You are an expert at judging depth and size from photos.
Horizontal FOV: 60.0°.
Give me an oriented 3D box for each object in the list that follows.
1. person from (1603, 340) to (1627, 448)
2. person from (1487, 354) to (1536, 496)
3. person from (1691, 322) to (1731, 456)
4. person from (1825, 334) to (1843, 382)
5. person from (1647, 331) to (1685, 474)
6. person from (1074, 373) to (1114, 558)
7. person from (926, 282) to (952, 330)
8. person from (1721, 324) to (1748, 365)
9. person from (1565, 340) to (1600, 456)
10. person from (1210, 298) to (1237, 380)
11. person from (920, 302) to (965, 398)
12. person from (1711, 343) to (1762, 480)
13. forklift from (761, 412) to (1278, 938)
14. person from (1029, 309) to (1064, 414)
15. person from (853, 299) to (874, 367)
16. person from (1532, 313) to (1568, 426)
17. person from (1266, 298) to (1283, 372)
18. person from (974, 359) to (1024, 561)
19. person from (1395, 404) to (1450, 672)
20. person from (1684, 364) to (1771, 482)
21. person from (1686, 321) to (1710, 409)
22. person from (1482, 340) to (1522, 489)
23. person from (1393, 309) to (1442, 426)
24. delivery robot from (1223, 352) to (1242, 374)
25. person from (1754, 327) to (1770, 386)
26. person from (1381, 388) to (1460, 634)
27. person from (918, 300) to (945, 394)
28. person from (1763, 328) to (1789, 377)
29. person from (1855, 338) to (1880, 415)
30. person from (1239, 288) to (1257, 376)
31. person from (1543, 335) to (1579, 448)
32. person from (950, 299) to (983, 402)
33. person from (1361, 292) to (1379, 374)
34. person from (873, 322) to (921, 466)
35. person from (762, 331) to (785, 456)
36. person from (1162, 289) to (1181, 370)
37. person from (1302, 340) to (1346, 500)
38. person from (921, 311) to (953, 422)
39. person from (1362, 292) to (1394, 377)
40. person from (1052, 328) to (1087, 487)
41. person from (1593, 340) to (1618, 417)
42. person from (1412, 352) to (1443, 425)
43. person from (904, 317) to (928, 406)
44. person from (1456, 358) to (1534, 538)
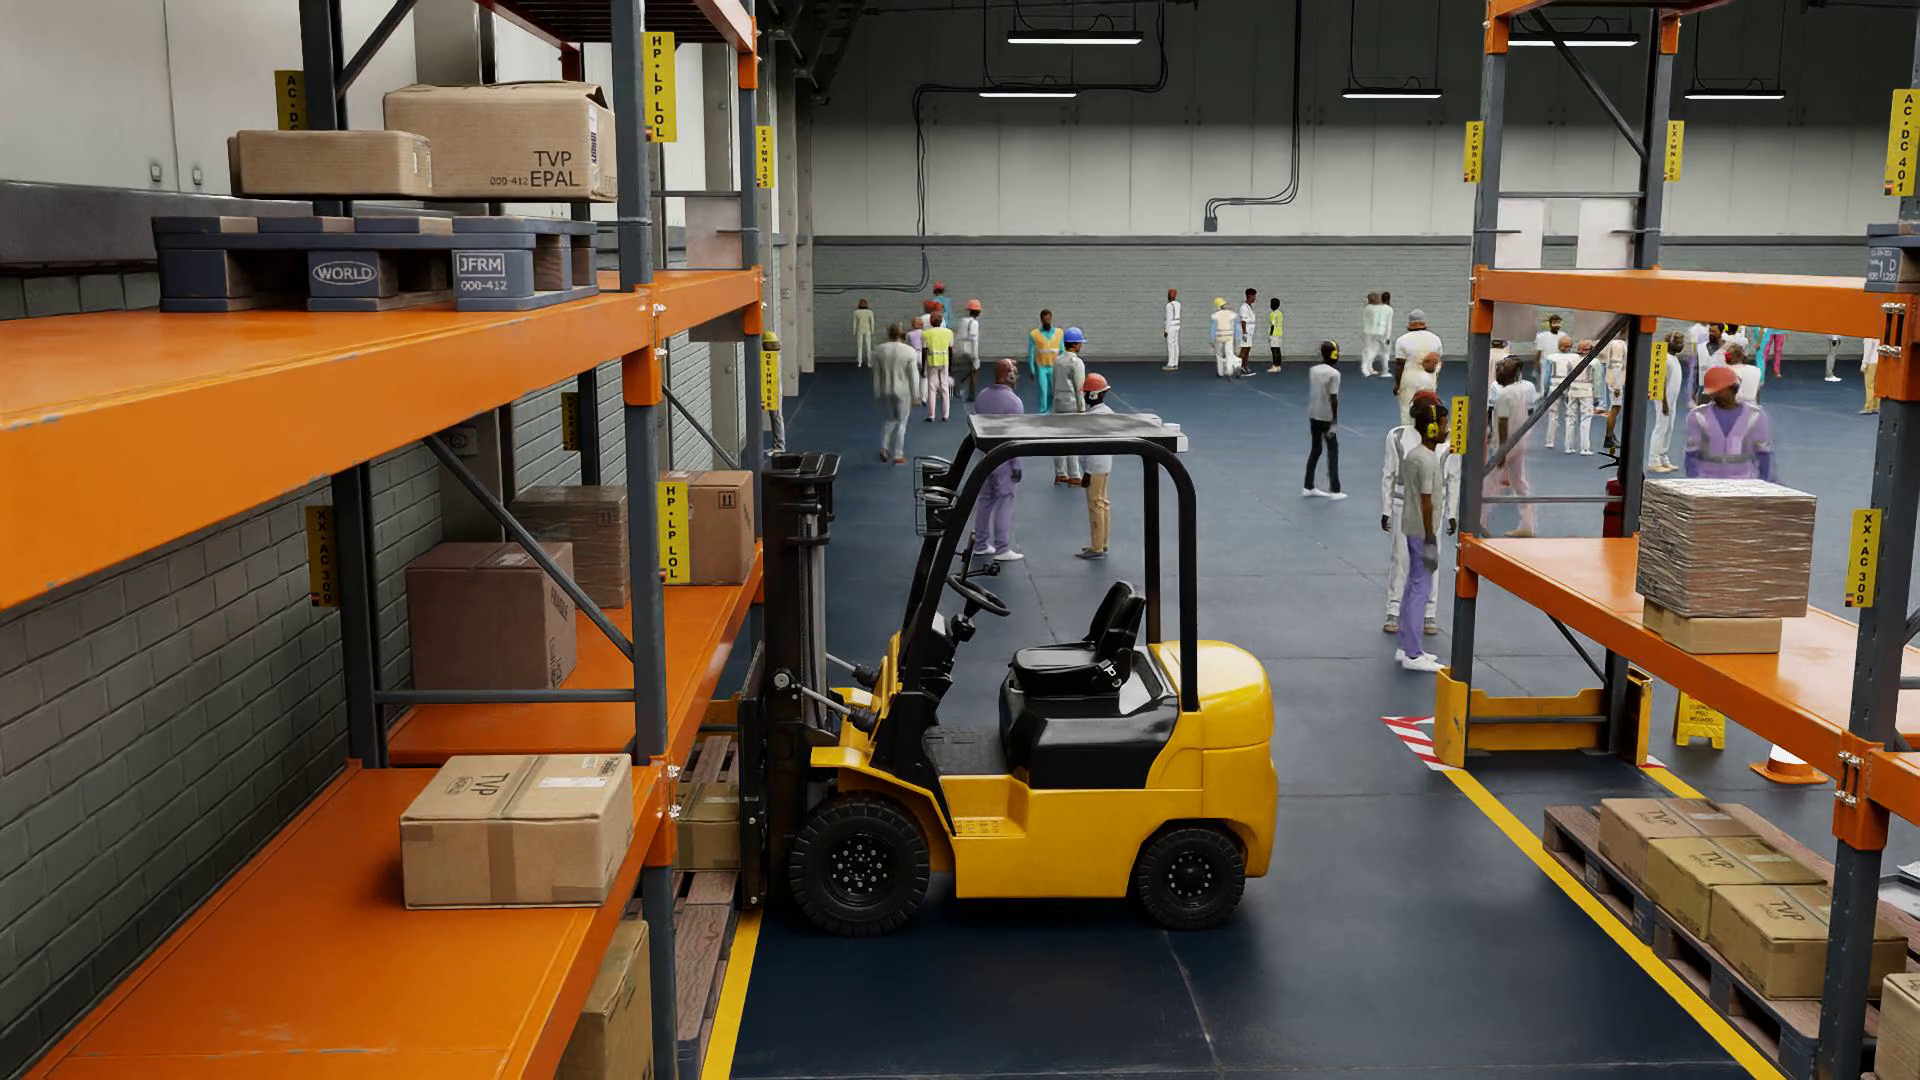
[{"bbox_3d":[9.575,-2.287,24.137,0.391,1.923,0.548,4,11,22],"label":"person"},{"bbox_3d":[6.357,-1.295,19.232,0.539,1.695,0.319,6,12,29],"label":"person"},{"bbox_3d":[10.447,-2.096,23.079,0.388,1.919,0.594,-8,13,-36],"label":"person"},{"bbox_3d":[18.823,-4.374,35.733,0.361,1.930,0.587,7,12,32],"label":"person"},{"bbox_3d":[9.177,-1.785,21.573,0.329,1.839,0.504,9,13,40],"label":"person"},{"bbox_3d":[1.272,-0.702,15.772,0.324,1.752,0.562,3,11,18],"label":"person"},{"bbox_3d":[-0.578,-5.154,39.855,0.612,2.001,0.951,-7,13,-36],"label":"person"},{"bbox_3d":[11.620,-2.440,25.149,0.509,1.865,0.328,0,10,-2],"label":"person"},{"bbox_3d":[8.725,-2.000,23.348,0.312,1.634,0.514,-8,13,-39],"label":"person"},{"bbox_3d":[5.716,-4.353,36.033,0.605,1.783,0.776,0,10,0],"label":"person"},{"bbox_3d":[-0.364,-3.632,31.866,0.945,1.831,0.586,-5,11,-26],"label":"person"},{"bbox_3d":[9.095,-1.373,19.352,0.795,1.815,0.536,-1,10,-3],"label":"person"},{"bbox_3d":[0.291,0.548,7.580,2.313,2.155,1.214,0,10,-2],"label":"forklift"},{"bbox_3d":[1.415,-2.817,27.145,0.613,1.899,0.463,-2,10,-11],"label":"person"},{"bbox_3d":[-2.309,-4.943,39.729,0.508,1.632,0.264,-1,10,-7],"label":"person"},{"bbox_3d":[9.654,-2.797,27.220,0.569,1.841,0.683,0,10,-2],"label":"person"},{"bbox_3d":[7.228,-4.682,38.183,0.319,1.666,0.539,7,12,33],"label":"person"},{"bbox_3d":[0.398,-0.756,15.697,0.396,1.897,0.644,-7,13,-36],"label":"person"},{"bbox_3d":[3.255,-0.016,11.668,0.316,1.865,0.584,1,10,4],"label":"person"},{"bbox_3d":[6.271,-0.437,13.640,0.840,2.002,0.436,5,11,25],"label":"person"},{"bbox_3d":[13.209,-3.185,29.476,0.523,1.791,0.960,-2,10,-10],"label":"person"},{"bbox_3d":[6.503,-1.621,20.219,0.622,1.992,0.396,5,11,26],"label":"person"},{"bbox_3d":[6.479,-2.276,23.739,0.676,2.000,0.536,-2,10,-9],"label":"person"},{"bbox_3d":[5.972,-3.889,36.603,0.477,0.478,0.707,4,11,21],"label":"delivery robot"},{"bbox_3d":[16.615,-4.107,34.528,0.354,1.835,0.517,6,12,28],"label":"person"},{"bbox_3d":[3.510,-0.218,12.717,0.573,1.883,0.353,3,11,15],"label":"person"},{"bbox_3d":[-0.533,-3.795,32.733,0.630,1.854,0.429,2,10,11],"label":"person"},{"bbox_3d":[18.082,-4.615,36.898,0.621,1.992,0.397,2,10,13],"label":"person"},{"bbox_3d":[15.800,-3.052,28.847,0.524,1.763,0.336,-6,12,-30],"label":"person"},{"bbox_3d":[6.431,-4.650,37.201,0.377,1.958,0.602,5,11,24],"label":"person"},{"bbox_3d":[8.713,-2.133,24.062,0.523,1.639,0.308,3,11,15],"label":"person"},{"bbox_3d":[0.171,-3.520,31.004,0.542,1.918,0.561,-4,11,-24],"label":"person"},{"bbox_3d":[9.286,-4.666,37.600,0.339,1.845,0.514,-1,10,-7],"label":"person"},{"bbox_3d":[-0.832,-1.947,22.220,0.641,1.922,0.430,5,11,27],"label":"person"},{"bbox_3d":[-2.638,-2.052,23.321,0.322,1.743,0.489,-2,10,-13],"label":"person"},{"bbox_3d":[4.961,-4.932,38.977,0.356,1.883,0.574,6,12,32],"label":"person"},{"bbox_3d":[4.266,-1.395,19.371,0.400,1.850,0.517,-7,12,-32],"label":"person"},{"bbox_3d":[-0.381,-2.872,27.606,0.566,1.845,0.389,-4,11,-20],"label":"person"},{"bbox_3d":[9.264,-4.532,36.736,0.787,1.891,0.601,-7,12,-32],"label":"person"},{"bbox_3d":[1.352,-1.616,20.323,0.388,1.947,0.610,-6,12,-30],"label":"person"},{"bbox_3d":[11.037,-3.090,28.458,0.434,1.982,0.619,-2,10,-13],"label":"person"},{"bbox_3d":[5.981,-1.623,21.337,0.730,1.588,0.512,6,12,29],"label":"person"},{"bbox_3d":[-0.774,-3.230,30.249,0.551,1.611,0.425,2,10,9],"label":"person"},{"bbox_3d":[5.461,-0.921,16.808,0.553,1.813,0.884,-10,14,-43],"label":"person"}]
